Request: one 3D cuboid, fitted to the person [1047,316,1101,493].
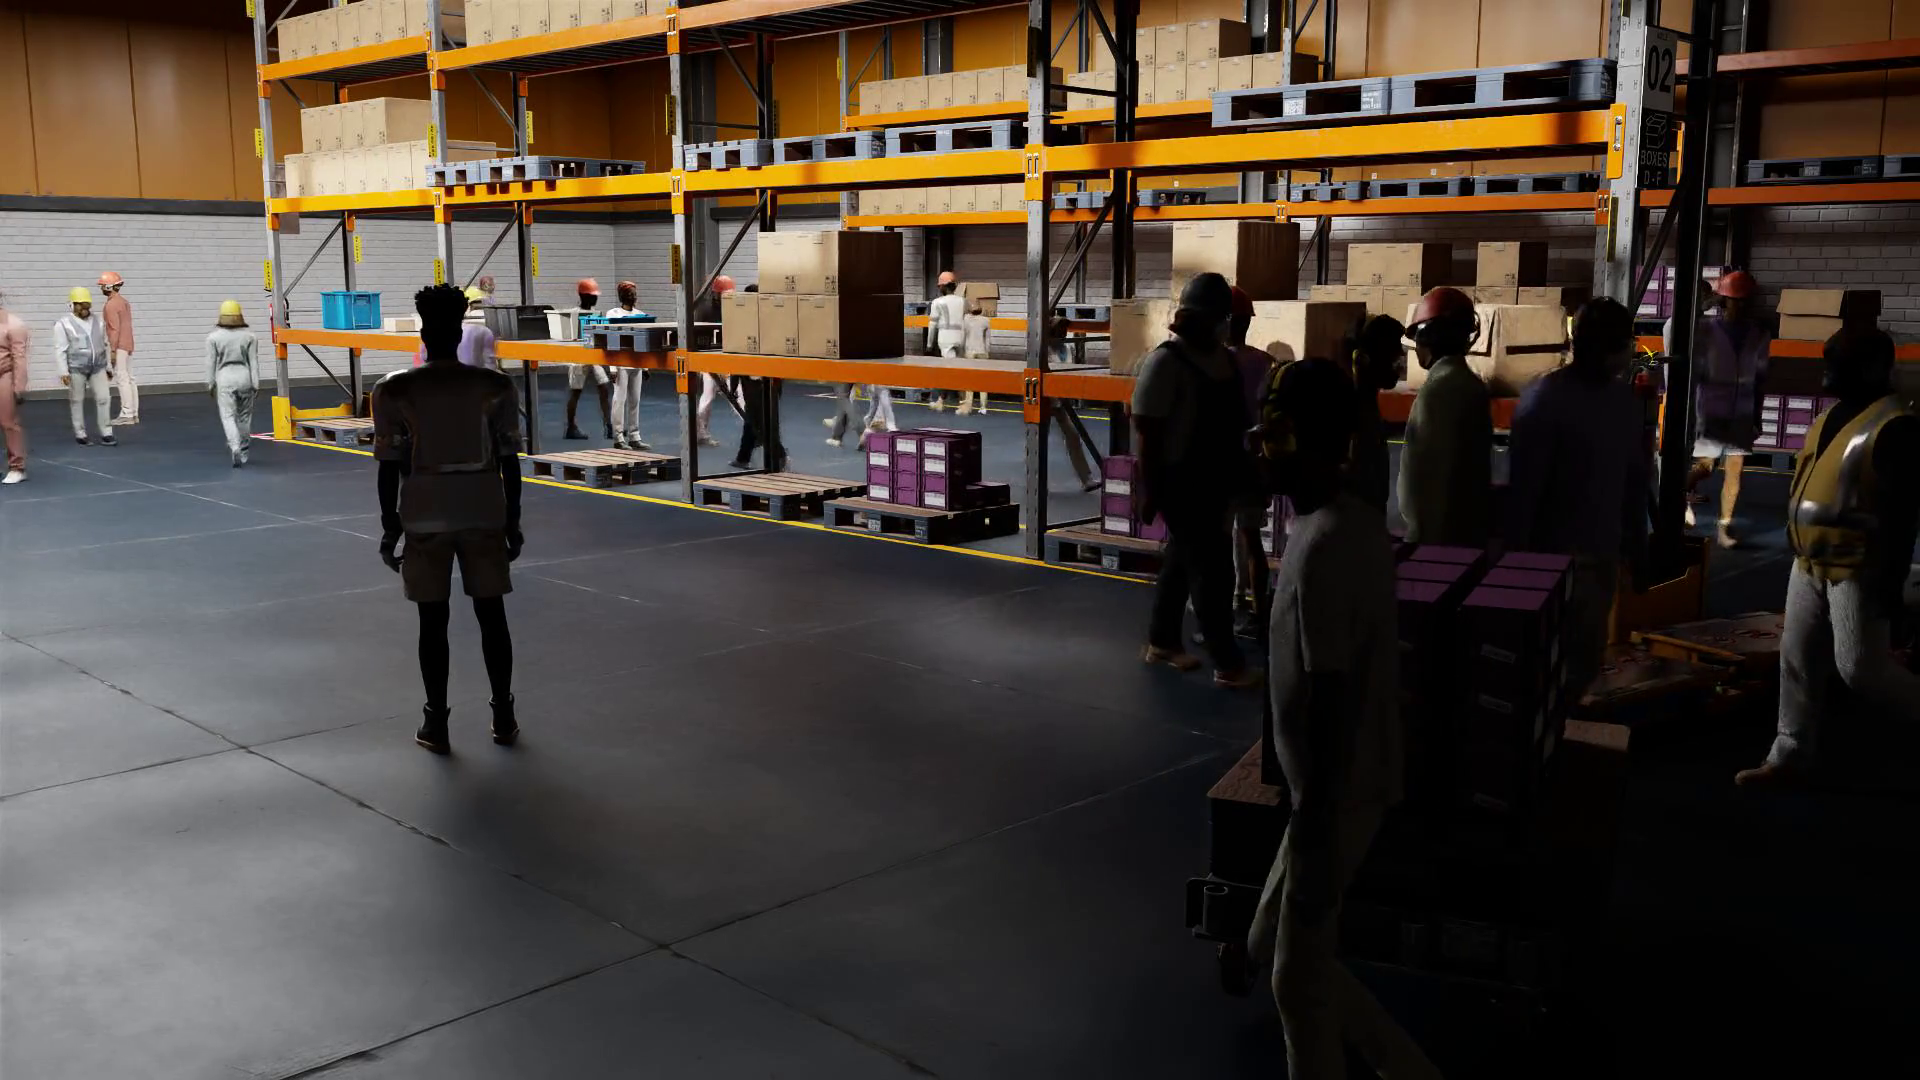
[{"bbox_3d":[0.917,-1.195,14.894,0.532,1.595,0.853,-7,12,-39],"label":"person"}]

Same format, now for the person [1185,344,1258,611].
[{"bbox_3d":[1.512,-0.505,9.798,0.573,1.882,0.356,-4,10,-21],"label":"person"}]

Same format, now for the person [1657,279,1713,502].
[{"bbox_3d":[6.292,-1.276,14.344,0.627,1.940,0.370,-6,11,-33],"label":"person"}]

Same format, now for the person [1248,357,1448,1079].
[{"bbox_3d":[0.801,0.548,3.452,0.481,1.846,0.598,3,10,17],"label":"person"}]

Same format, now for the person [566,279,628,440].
[{"bbox_3d":[-4.313,-2.111,19.582,0.899,1.899,0.556,4,10,25],"label":"person"}]

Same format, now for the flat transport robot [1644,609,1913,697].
[{"bbox_3d":[3.989,0.548,8.265,1.431,0.197,0.652,-5,10,-28],"label":"flat transport robot"}]

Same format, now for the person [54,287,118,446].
[{"bbox_3d":[-9.871,-1.947,18.833,0.721,1.814,0.637,7,12,36],"label":"person"}]

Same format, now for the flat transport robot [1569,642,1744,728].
[{"bbox_3d":[2.806,0.682,7.443,1.431,0.197,0.652,-6,11,-34],"label":"flat transport robot"}]

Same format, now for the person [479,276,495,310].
[{"bbox_3d":[-7.682,-3.341,27.109,0.405,1.908,0.644,-4,10,-21],"label":"person"}]

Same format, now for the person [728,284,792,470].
[{"bbox_3d":[-2.017,-1.622,16.659,0.951,1.880,0.600,7,12,38],"label":"person"}]

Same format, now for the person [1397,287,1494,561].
[{"bbox_3d":[1.826,0.001,6.488,0.492,1.949,0.648,6,11,33],"label":"person"}]

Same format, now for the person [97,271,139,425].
[{"bbox_3d":[-10.960,-2.494,21.639,0.393,1.995,0.612,-1,9,-8],"label":"person"}]

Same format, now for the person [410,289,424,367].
[{"bbox_3d":[-7.602,-2.725,23.855,0.527,1.740,0.811,3,10,15],"label":"person"}]

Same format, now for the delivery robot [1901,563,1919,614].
[{"bbox_3d":[4.909,0.255,8.904,0.707,0.478,0.477,-9,13,-43],"label":"delivery robot"}]

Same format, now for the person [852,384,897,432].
[{"bbox_3d":[-1.045,-2.124,19.888,0.942,1.823,0.550,9,13,43],"label":"person"}]

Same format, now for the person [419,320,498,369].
[{"bbox_3d":[-3.983,-1.067,13.264,0.610,1.865,0.698,-3,10,-15],"label":"person"}]

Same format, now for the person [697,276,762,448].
[{"bbox_3d":[-2.594,-1.970,18.596,1.052,1.933,0.614,7,11,36],"label":"person"}]

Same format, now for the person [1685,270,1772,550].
[{"bbox_3d":[5.557,-0.957,12.175,0.605,2.022,0.682,0,9,-1],"label":"person"}]

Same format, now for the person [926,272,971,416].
[{"bbox_3d":[-0.142,-2.725,23.115,0.593,1.985,1.029,-8,12,-39],"label":"person"}]

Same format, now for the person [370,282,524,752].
[{"bbox_3d":[-2.136,-0.090,6.989,0.608,1.966,0.370,-4,10,-23],"label":"person"}]

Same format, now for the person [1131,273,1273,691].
[{"bbox_3d":[1.250,-0.309,8.107,0.937,2.000,0.700,7,12,37],"label":"person"}]

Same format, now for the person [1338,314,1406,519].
[{"bbox_3d":[1.509,0.082,6.296,0.504,1.852,0.502,6,11,34],"label":"person"}]

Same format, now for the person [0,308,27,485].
[{"bbox_3d":[-9.042,-1.438,15.502,0.673,1.884,0.620,1,9,4],"label":"person"}]

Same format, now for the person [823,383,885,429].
[{"bbox_3d":[-1.342,-2.295,20.976,0.868,1.806,0.661,2,9,11],"label":"person"}]

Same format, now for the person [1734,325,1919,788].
[{"bbox_3d":[3.459,0.093,6.333,0.759,1.820,0.634,0,9,-2],"label":"person"}]

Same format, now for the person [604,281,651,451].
[{"bbox_3d":[-3.673,-1.914,18.434,0.355,1.883,0.574,6,11,33],"label":"person"}]

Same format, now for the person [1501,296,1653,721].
[{"bbox_3d":[2.336,0.059,6.214,0.645,1.918,0.535,-6,11,-35],"label":"person"}]

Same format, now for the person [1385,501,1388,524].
[{"bbox_3d":[3.007,-0.908,12.781,0.534,1.711,0.930,-4,10,-26],"label":"person"}]

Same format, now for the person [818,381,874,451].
[{"bbox_3d":[-1.241,-1.903,18.638,0.521,1.804,0.906,-7,12,-38],"label":"person"}]

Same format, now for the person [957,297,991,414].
[{"bbox_3d":[0.193,-2.563,23.199,0.501,1.628,0.277,-4,10,-24],"label":"person"}]

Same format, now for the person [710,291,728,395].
[{"bbox_3d":[-3.890,-3.148,26.592,0.565,1.675,0.506,-9,13,-44],"label":"person"}]

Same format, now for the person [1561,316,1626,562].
[{"bbox_3d":[3.888,-0.530,10.414,0.532,1.732,0.844,-5,10,-27],"label":"person"}]

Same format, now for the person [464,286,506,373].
[{"bbox_3d":[-5.713,-2.073,19.613,0.575,1.810,0.629,9,13,43],"label":"person"}]

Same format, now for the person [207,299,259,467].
[{"bbox_3d":[-7.457,-1.615,17.107,0.492,1.715,0.798,-5,10,-26],"label":"person"}]

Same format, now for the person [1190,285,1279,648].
[{"bbox_3d":[1.438,-0.380,8.867,0.551,1.932,0.376,-6,11,-32],"label":"person"}]
